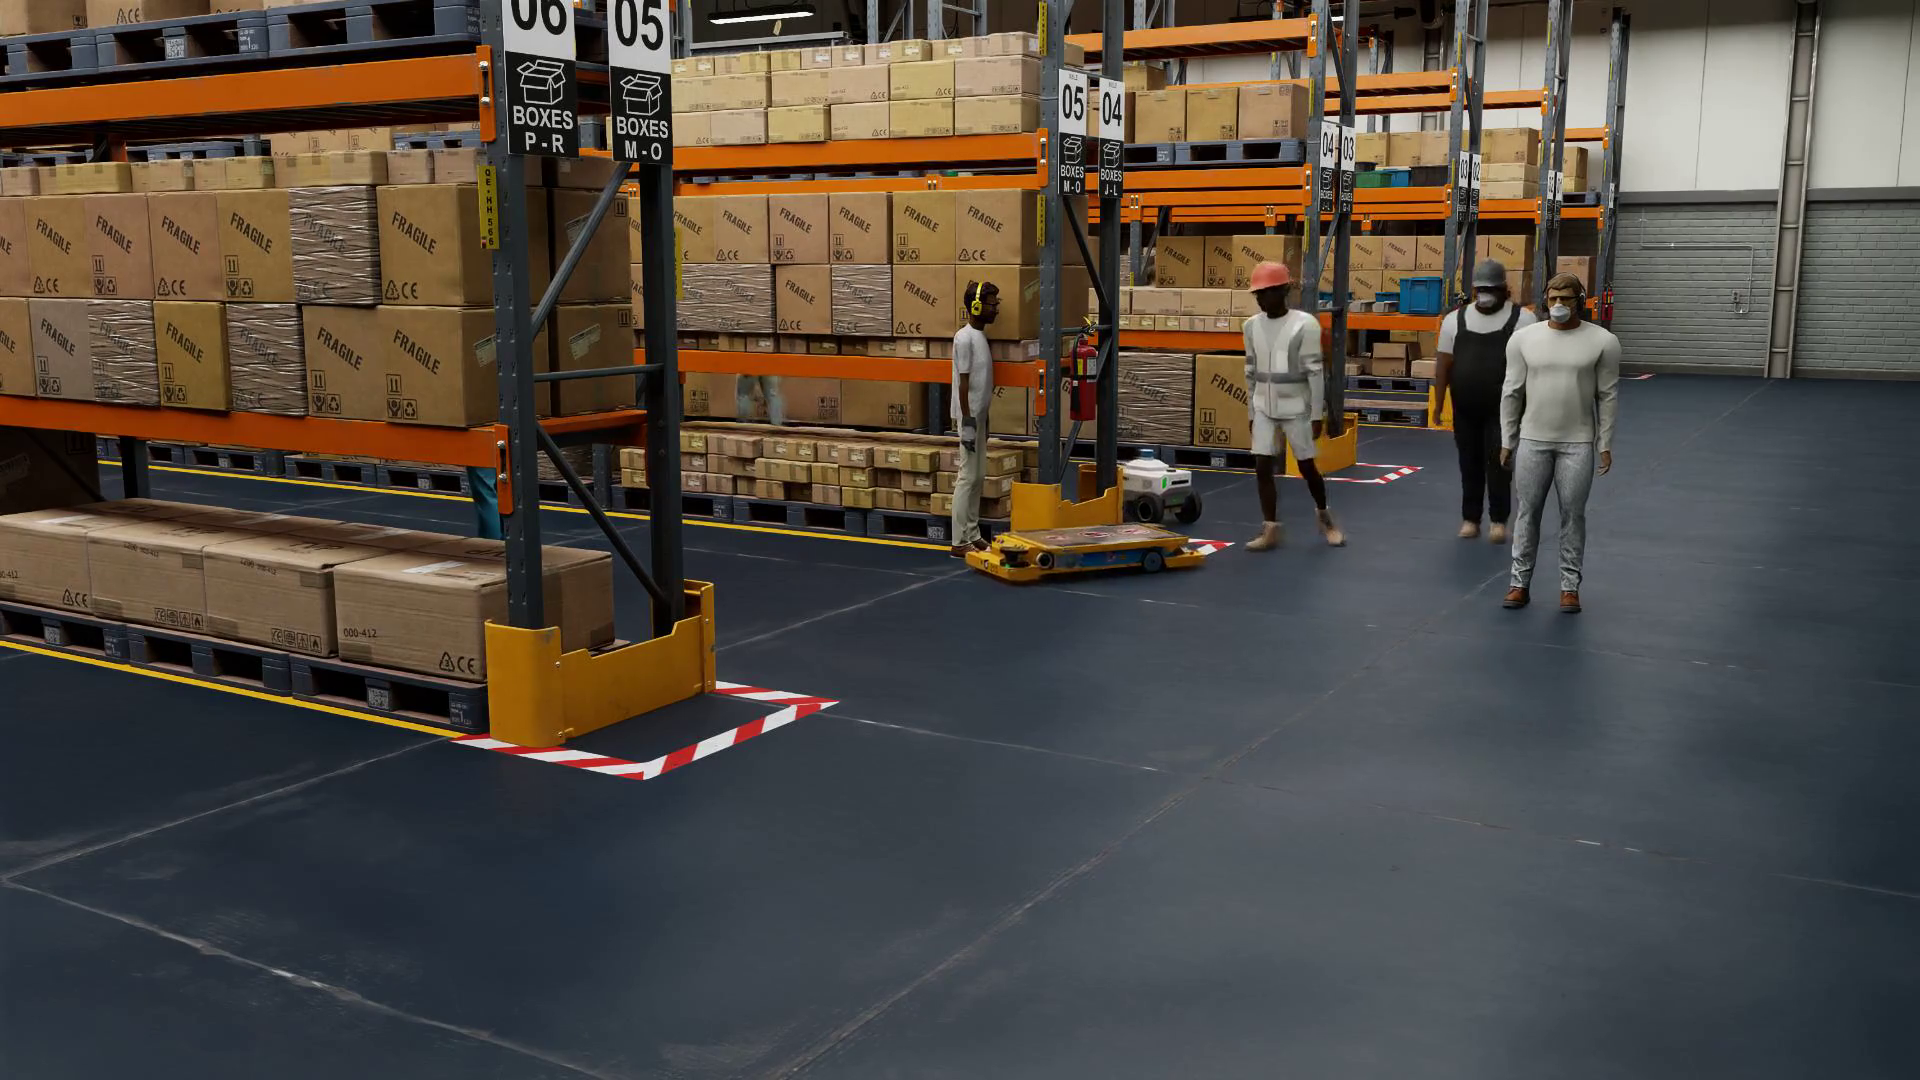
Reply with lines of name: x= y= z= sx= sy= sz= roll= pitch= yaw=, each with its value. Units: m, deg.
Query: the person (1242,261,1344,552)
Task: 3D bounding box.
person: x=2.283 y=-0.917 z=11.492 sx=0.648 sy=2.009 sz=0.793 roll=9 pitch=13 yaw=41

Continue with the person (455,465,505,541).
person: x=-2.967 y=-0.656 z=10.391 sx=0.392 sy=1.847 sz=0.563 roll=2 pitch=10 yaw=12

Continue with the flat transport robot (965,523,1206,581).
flat transport robot: x=0.816 y=0.062 z=10.792 sx=1.431 sy=0.197 sz=0.652 roll=-4 pitch=11 yaw=-24

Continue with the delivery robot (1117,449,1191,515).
delivery robot: x=1.420 y=-0.447 z=12.671 sx=0.477 sy=0.478 sz=0.707 roll=-8 pitch=12 yaw=-38

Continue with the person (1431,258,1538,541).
person: x=3.714 y=-1.000 z=11.839 sx=0.706 sy=2.000 sz=0.694 roll=6 pitch=11 yaw=31

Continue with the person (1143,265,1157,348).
person: x=2.903 y=-3.091 z=24.491 sx=0.631 sy=1.908 sz=0.949 roll=-9 pitch=13 yaw=-44

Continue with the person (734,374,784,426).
person: x=-2.202 y=-1.882 z=17.368 sx=0.859 sy=1.910 sz=0.655 roll=6 pitch=11 yaw=32

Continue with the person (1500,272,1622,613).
person: x=3.412 y=-0.553 z=9.518 sx=0.635 sy=1.937 sz=0.354 roll=4 pitch=11 yaw=24

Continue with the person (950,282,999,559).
person: x=0.110 y=-0.796 z=11.185 sx=0.333 sy=1.860 sz=0.509 roll=3 pitch=10 yaw=15
